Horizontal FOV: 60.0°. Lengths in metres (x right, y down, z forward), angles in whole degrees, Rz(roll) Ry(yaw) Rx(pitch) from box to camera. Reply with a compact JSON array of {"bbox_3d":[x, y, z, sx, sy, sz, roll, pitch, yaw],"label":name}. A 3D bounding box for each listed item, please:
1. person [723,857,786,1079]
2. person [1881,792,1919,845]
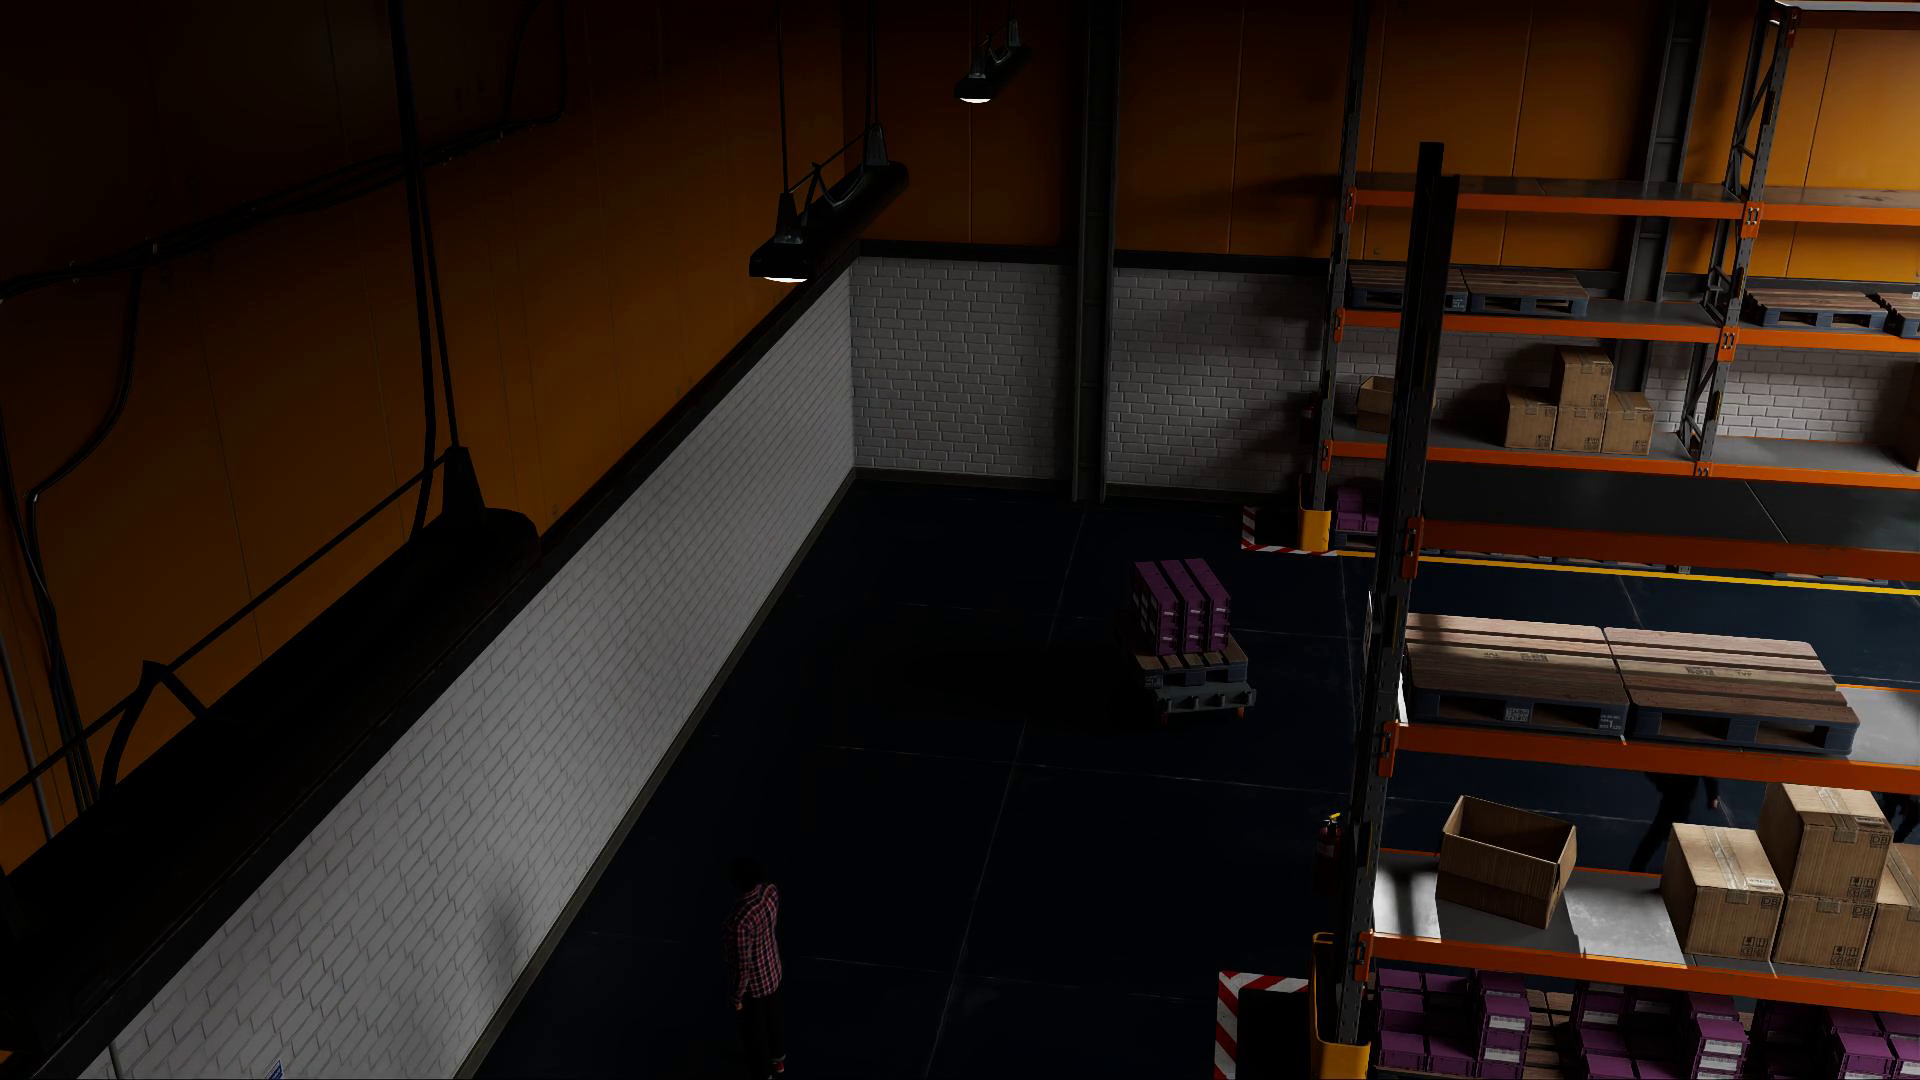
[{"bbox_3d":[-1.315,2.775,10.661,0.642,1.759,0.729,8,25,18],"label":"person"},{"bbox_3d":[7.356,1.980,13.119,0.599,1.247,0.589,-5,24,-11],"label":"person"}]
